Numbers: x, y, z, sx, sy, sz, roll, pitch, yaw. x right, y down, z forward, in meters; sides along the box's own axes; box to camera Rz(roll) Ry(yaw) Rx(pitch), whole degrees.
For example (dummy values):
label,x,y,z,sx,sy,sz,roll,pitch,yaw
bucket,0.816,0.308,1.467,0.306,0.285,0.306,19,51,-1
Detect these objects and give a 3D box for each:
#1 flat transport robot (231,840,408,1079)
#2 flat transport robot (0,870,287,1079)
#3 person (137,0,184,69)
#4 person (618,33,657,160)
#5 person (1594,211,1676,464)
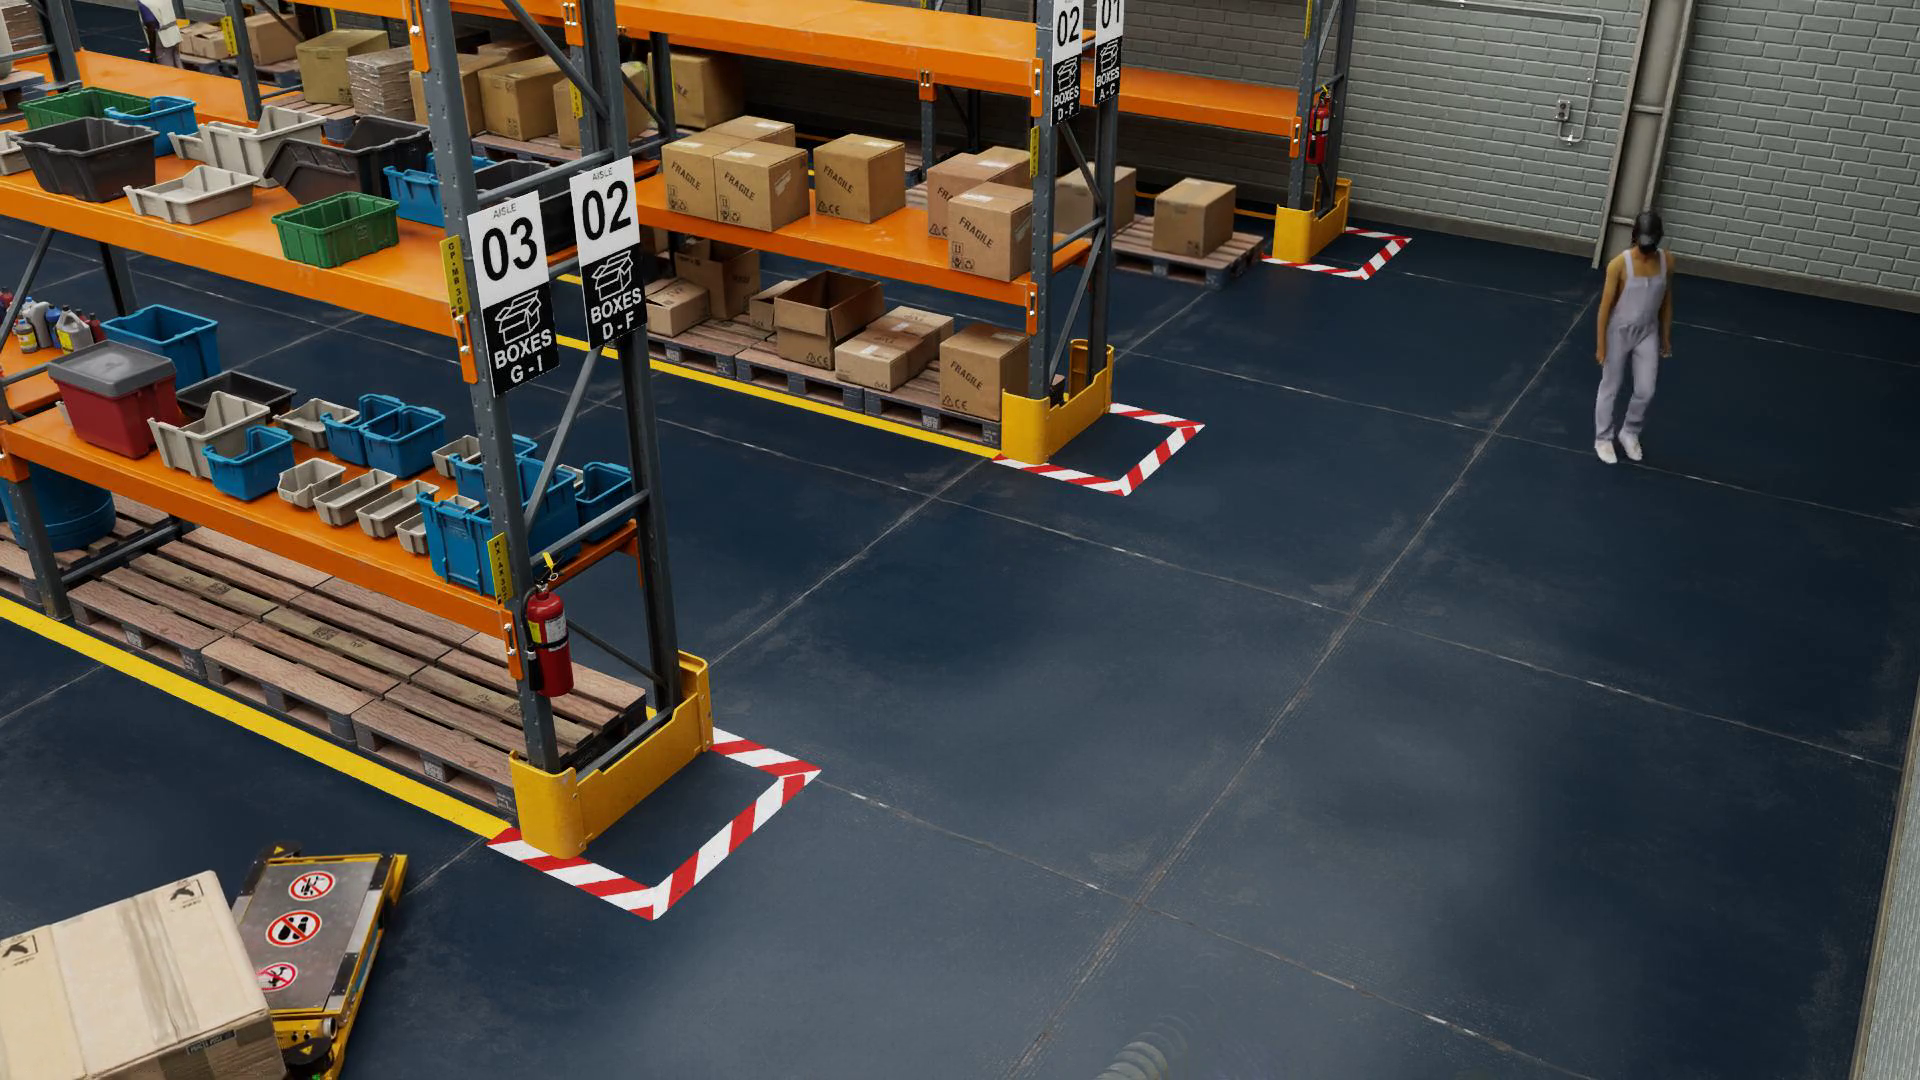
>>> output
label,x,y,z,sx,sy,sz,roll,pitch,yaw
flat transport robot,-2.924,1.848,7.317,0.659,0.231,1.431,-2,29,-3
flat transport robot,-3.306,2.305,6.498,0.659,0.231,1.431,-18,34,-29
person,-9.226,-5.724,19.291,0.397,1.839,0.563,3,29,6
person,-3.285,-4.258,16.810,0.547,1.681,0.533,18,34,29
person,4.670,-1.377,11.503,0.558,1.831,0.452,0,29,1
